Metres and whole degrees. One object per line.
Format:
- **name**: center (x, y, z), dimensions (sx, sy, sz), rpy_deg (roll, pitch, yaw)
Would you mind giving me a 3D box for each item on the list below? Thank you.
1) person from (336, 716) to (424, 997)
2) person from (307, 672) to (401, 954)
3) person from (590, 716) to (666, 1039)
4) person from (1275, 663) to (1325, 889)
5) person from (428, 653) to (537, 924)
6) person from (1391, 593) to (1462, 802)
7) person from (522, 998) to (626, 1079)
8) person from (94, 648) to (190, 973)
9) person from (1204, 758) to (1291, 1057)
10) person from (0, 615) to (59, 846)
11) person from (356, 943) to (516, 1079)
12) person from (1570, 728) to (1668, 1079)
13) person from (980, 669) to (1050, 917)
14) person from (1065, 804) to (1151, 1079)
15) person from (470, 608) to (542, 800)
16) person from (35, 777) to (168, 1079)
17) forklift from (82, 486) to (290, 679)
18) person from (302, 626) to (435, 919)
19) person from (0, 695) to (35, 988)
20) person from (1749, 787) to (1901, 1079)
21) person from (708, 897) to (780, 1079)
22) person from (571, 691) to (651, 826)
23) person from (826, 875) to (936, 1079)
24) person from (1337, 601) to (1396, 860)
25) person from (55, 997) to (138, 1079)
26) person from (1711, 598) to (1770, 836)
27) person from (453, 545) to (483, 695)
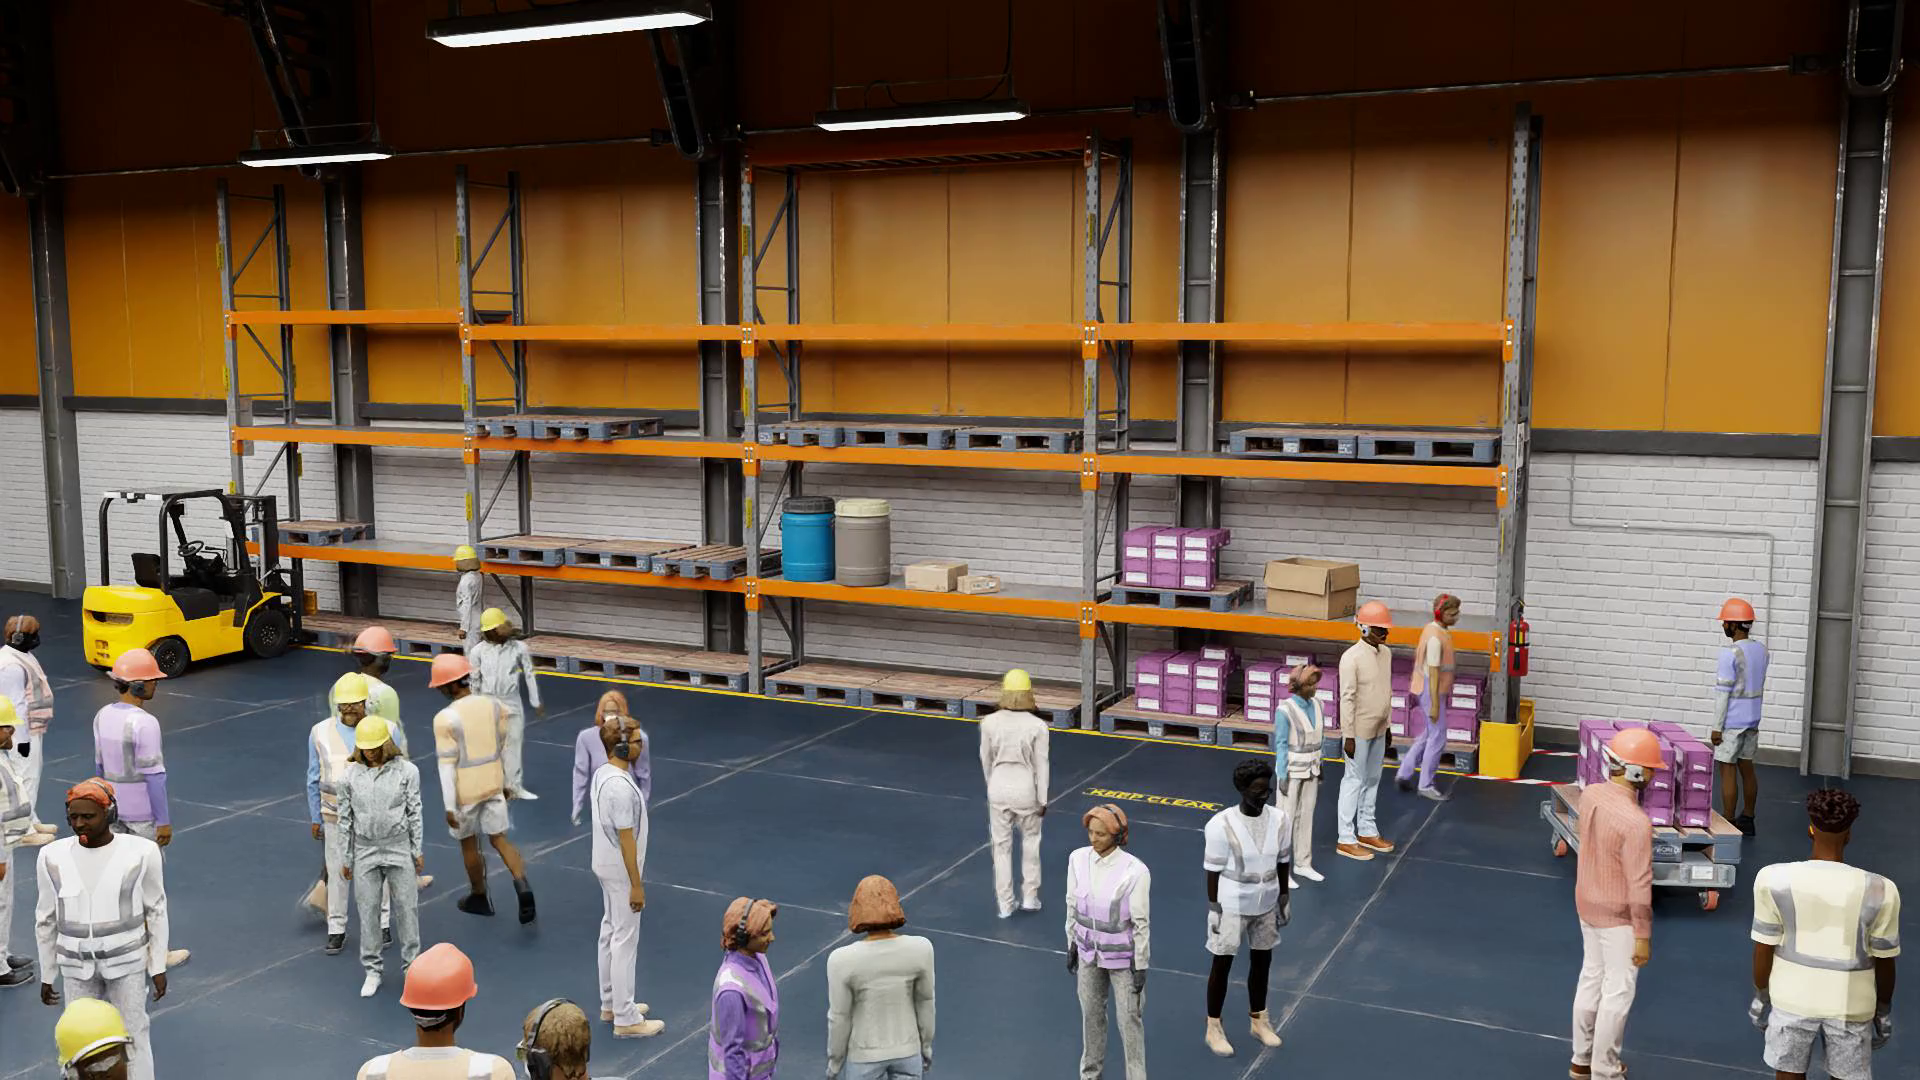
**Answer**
- **person**: center (-3.508, 1.907, 10.082), dimensions (0.492, 1.729, 0.324), rpy_deg (-2, 7, -15)
- **person**: center (-3.933, 1.764, 10.830), dimensions (0.587, 1.833, 0.404), rpy_deg (-2, 7, -18)
- **person**: center (-1.924, 1.916, 9.528), dimensions (0.345, 1.847, 0.508), rpy_deg (-4, 8, -27)
- **person**: center (2.474, 1.707, 12.134), dimensions (0.527, 1.634, 0.315), rpy_deg (-6, 9, -40)
- **person**: center (-3.232, 1.687, 11.222), dimensions (0.791, 1.885, 0.604), rpy_deg (6, 9, 41)
- **person**: center (4.043, 1.343, 14.419), dimensions (0.549, 1.810, 0.598), rpy_deg (3, 7, 20)
- **person**: center (-1.232, 2.394, 5.260), dimensions (0.381, 1.929, 0.635), rpy_deg (3, 8, 26)
- **person**: center (-5.182, 1.696, 10.530), dimensions (0.614, 2.041, 0.389), rpy_deg (5, 8, 33)
- **person**: center (1.591, 2.028, 9.253), dimensions (0.539, 1.689, 0.330), rpy_deg (-3, 7, -22)
- **person**: center (-7.364, 1.495, 13.095), dimensions (0.429, 1.830, 0.635), rpy_deg (-3, 8, -26)
- **person**: center (-1.763, 2.333, 5.704), dimensions (0.551, 1.936, 0.357), rpy_deg (0, 7, -3)
- **person**: center (3.444, 1.951, 8.702), dimensions (0.410, 1.980, 0.632), rpy_deg (-1, 7, -7)
- **person**: center (0.387, 1.733, 11.505), dimensions (0.505, 1.719, 0.443), rpy_deg (2, 7, 13)
- **person**: center (0.762, 2.146, 8.525), dimensions (0.513, 1.630, 0.318), rpy_deg (6, 9, 40)
- **person**: center (-3.872, 1.418, 14.175), dimensions (0.568, 1.727, 0.375), rpy_deg (-3, 7, -23)
- **person**: center (-4.152, 2.073, 8.066), dimensions (0.582, 1.882, 0.338), rpy_deg (-1, 7, -10)
- **forklift**: center (-9.426, 0.454, 20.179), dimensions (1.214, 2.155, 2.313), rpy_deg (3, 8, 26)
- **person**: center (-4.154, 1.603, 11.551), dimensions (0.615, 1.995, 1.045), rpy_deg (5, 9, 37)
- **person**: center (-5.925, 1.849, 10.218), dimensions (0.403, 1.817, 0.601), rpy_deg (-4, 8, -31)
- **person**: center (3.923, 2.091, 7.581), dimensions (0.603, 1.966, 0.367), rpy_deg (3, 8, 23)
- **person**: center (-0.919, 2.315, 7.112), dimensions (0.319, 1.631, 0.524), rpy_deg (0, 7, 3)
- **person**: center (-2.386, 1.816, 11.427), dimensions (0.502, 1.589, 0.870), rpy_deg (0, 7, 2)
- **person**: center (-0.347, 2.284, 7.355), dimensions (0.497, 1.633, 0.279), rpy_deg (-2, 7, -19)
- **person**: center (3.142, 1.453, 12.796), dimensions (0.616, 1.987, 0.399), rpy_deg (-7, 10, -43)
- **person**: center (-2.811, 2.424, 5.536), dimensions (0.602, 1.799, 0.522), rpy_deg (-3, 7, -20)
- **person**: center (6.170, 1.425, 13.264), dimensions (0.543, 1.929, 0.386), rpy_deg (-4, 8, -32)
- **person**: center (-5.362, 0.920, 18.178), dimensions (0.300, 1.743, 0.484), rpy_deg (0, 7, 1)
